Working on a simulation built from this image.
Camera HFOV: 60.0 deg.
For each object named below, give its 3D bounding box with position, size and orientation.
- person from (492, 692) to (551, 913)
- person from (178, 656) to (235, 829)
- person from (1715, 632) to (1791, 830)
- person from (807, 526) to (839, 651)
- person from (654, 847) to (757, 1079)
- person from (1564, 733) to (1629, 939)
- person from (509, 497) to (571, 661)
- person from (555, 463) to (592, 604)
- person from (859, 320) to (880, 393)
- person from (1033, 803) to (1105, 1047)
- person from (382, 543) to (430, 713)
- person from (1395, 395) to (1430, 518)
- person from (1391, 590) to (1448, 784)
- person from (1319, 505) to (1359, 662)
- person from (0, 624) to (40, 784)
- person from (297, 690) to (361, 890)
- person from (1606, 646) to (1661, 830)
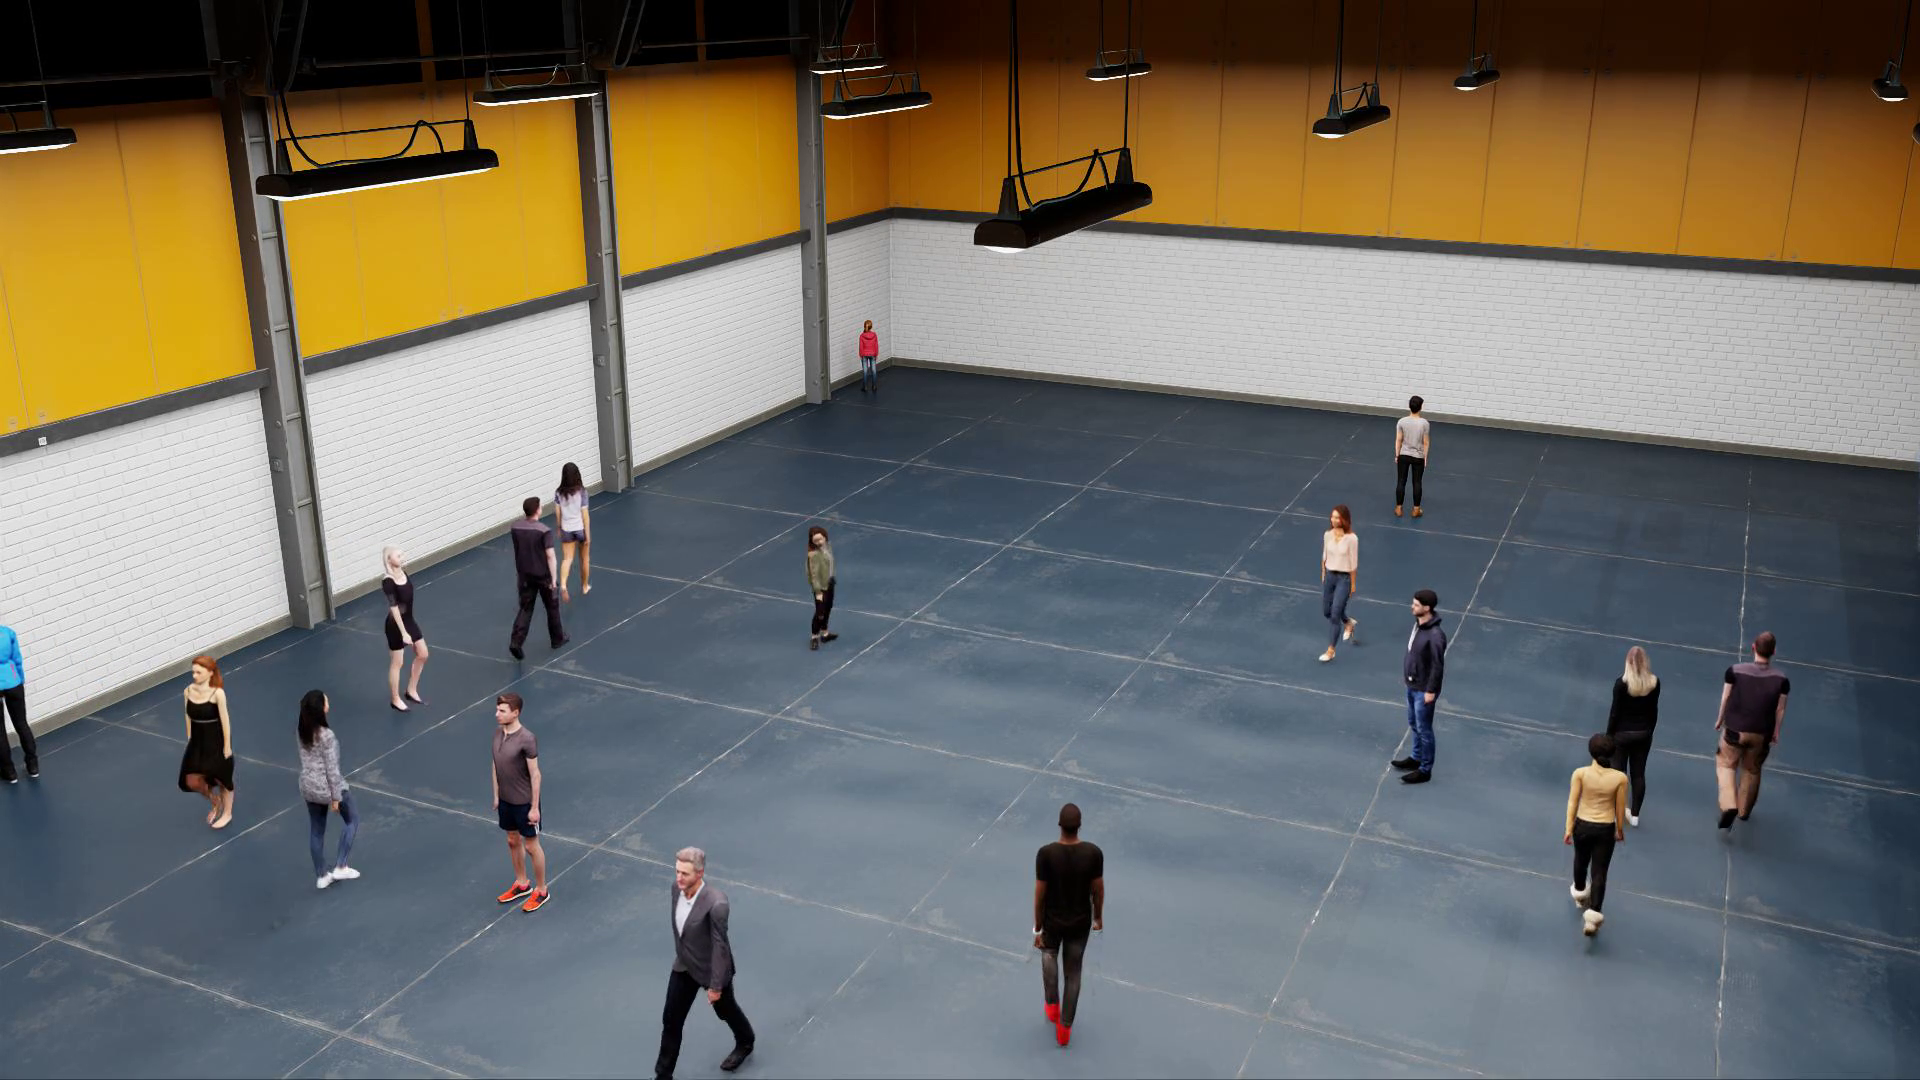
[{"bbox_3d":[-3.544,2.083,13.369,0.687,1.852,0.586,12,22,32],"label":"person"},{"bbox_3d":[-6.580,1.754,14.712,0.674,1.616,0.691,3,19,9],"label":"person"},{"bbox_3d":[6.899,1.693,14.573,0.743,1.822,0.997,7,20,19],"label":"person"},{"bbox_3d":[-1.536,0.494,18.709,0.736,1.454,0.431,4,19,11],"label":"person"},{"bbox_3d":[-1.669,2.859,11.178,0.899,1.778,1.265,13,23,34],"label":"person"},{"bbox_3d":[4.979,2.317,13.022,0.610,1.629,1.093,8,20,22],"label":"person"},{"bbox_3d":[-4.724,0.435,18.312,0.831,1.820,1.176,5,19,15],"label":"person"},{"bbox_3d":[-4.644,-0.058,19.954,0.832,1.706,1.116,2,19,5],"label":"person"},{"bbox_3d":[-1.665,-3.371,30.399,0.601,1.318,0.650,-5,19,-14],"label":"person"},{"bbox_3d":[0.749,2.712,11.599,0.802,1.789,0.856,0,19,1],"label":"person"},{"bbox_3d":[-5.783,0.907,16.919,0.714,1.814,0.646,4,19,11],"label":"person"},{"bbox_3d":[6.310,-1.178,23.252,0.603,1.723,0.528,8,20,21],"label":"person"},{"bbox_3d":[4.328,1.344,15.502,0.823,1.890,0.689,-1,19,-4],"label":"person"},{"bbox_3d":[4.238,0.448,18.348,1.041,1.772,0.826,-16,25,-40],"label":"person"},{"bbox_3d":[-8.925,1.401,15.480,0.593,1.796,0.740,-17,25,-41],"label":"person"},{"bbox_3d":[-5.275,2.074,13.601,0.601,1.720,0.580,8,20,23],"label":"person"},{"bbox_3d":[5.907,1.738,14.653,0.693,1.685,0.704,-2,19,-6],"label":"person"}]
